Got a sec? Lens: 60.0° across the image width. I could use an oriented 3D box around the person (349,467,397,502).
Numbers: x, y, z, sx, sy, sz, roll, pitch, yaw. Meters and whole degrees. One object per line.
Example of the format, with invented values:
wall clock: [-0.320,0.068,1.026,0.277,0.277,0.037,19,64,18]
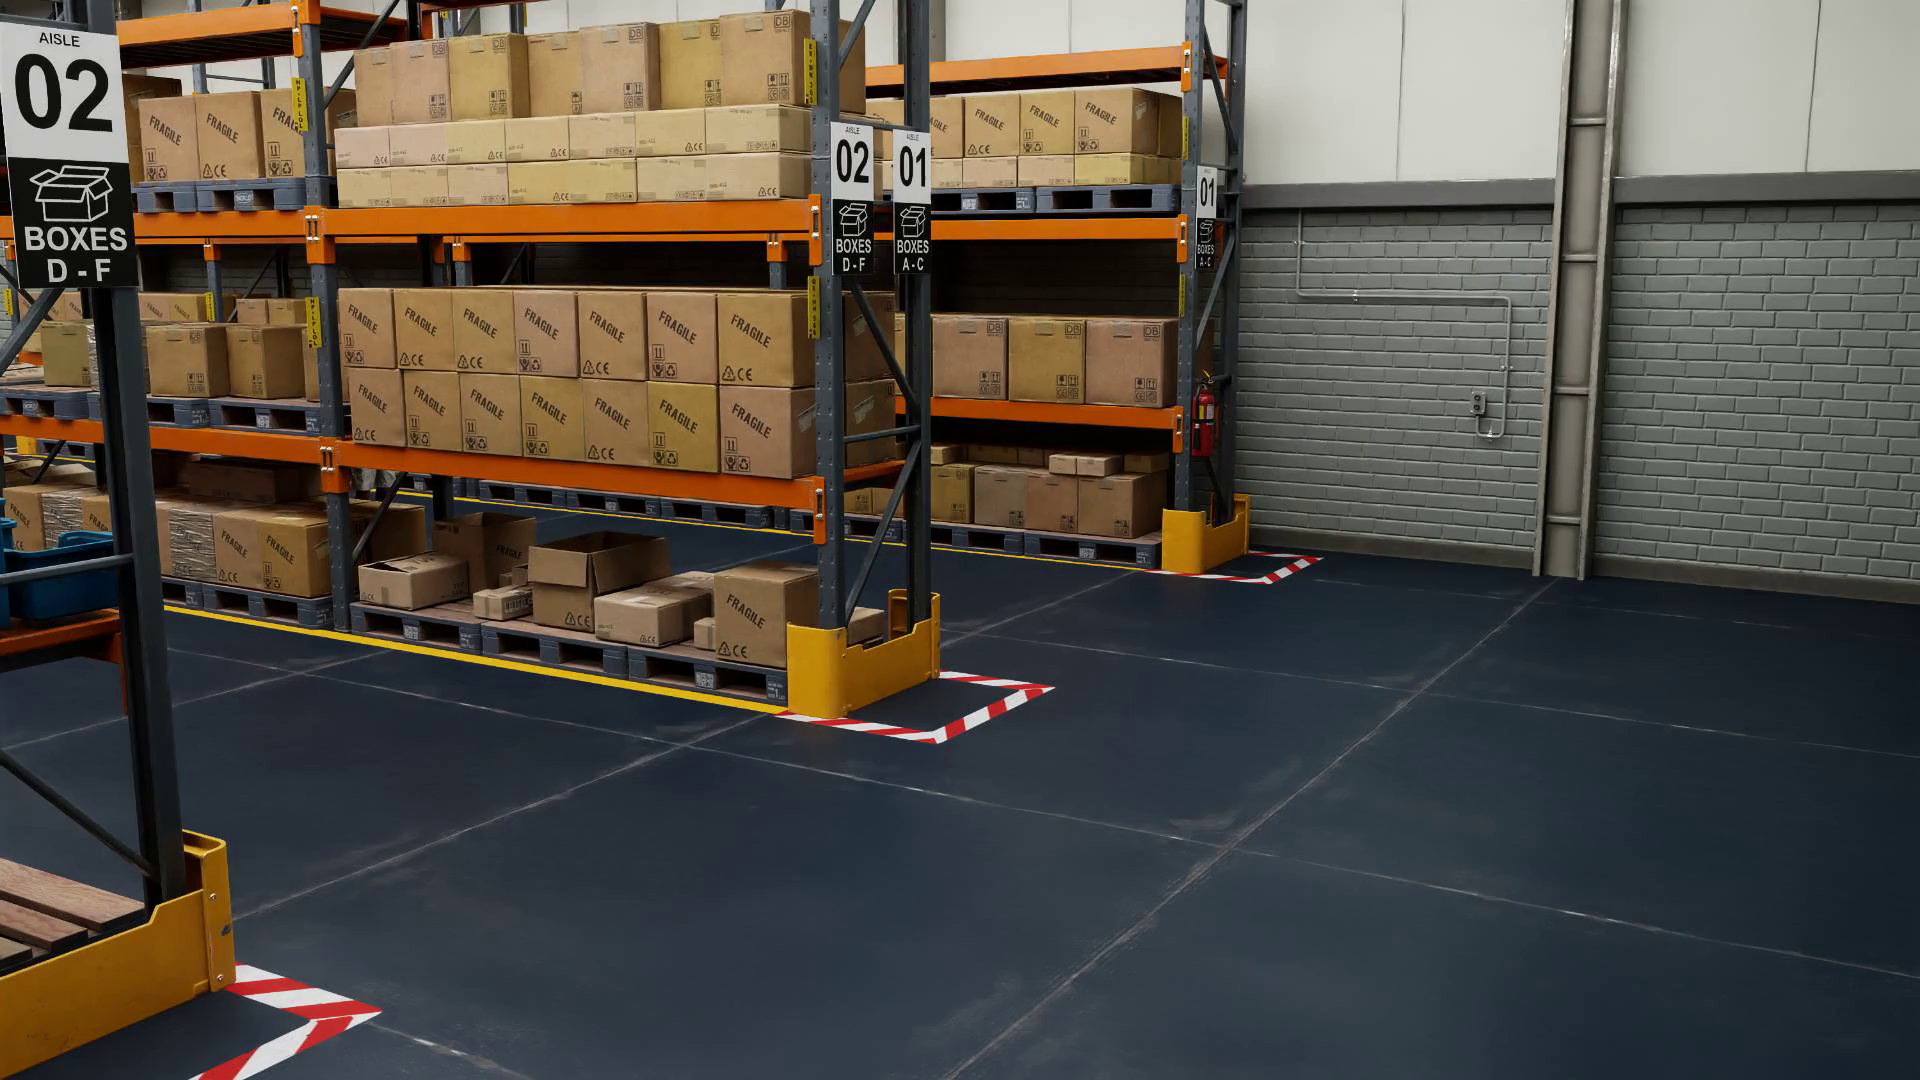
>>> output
person: [-4.788,-0.742,13.571,0.342,1.942,0.552,6,11,30]
